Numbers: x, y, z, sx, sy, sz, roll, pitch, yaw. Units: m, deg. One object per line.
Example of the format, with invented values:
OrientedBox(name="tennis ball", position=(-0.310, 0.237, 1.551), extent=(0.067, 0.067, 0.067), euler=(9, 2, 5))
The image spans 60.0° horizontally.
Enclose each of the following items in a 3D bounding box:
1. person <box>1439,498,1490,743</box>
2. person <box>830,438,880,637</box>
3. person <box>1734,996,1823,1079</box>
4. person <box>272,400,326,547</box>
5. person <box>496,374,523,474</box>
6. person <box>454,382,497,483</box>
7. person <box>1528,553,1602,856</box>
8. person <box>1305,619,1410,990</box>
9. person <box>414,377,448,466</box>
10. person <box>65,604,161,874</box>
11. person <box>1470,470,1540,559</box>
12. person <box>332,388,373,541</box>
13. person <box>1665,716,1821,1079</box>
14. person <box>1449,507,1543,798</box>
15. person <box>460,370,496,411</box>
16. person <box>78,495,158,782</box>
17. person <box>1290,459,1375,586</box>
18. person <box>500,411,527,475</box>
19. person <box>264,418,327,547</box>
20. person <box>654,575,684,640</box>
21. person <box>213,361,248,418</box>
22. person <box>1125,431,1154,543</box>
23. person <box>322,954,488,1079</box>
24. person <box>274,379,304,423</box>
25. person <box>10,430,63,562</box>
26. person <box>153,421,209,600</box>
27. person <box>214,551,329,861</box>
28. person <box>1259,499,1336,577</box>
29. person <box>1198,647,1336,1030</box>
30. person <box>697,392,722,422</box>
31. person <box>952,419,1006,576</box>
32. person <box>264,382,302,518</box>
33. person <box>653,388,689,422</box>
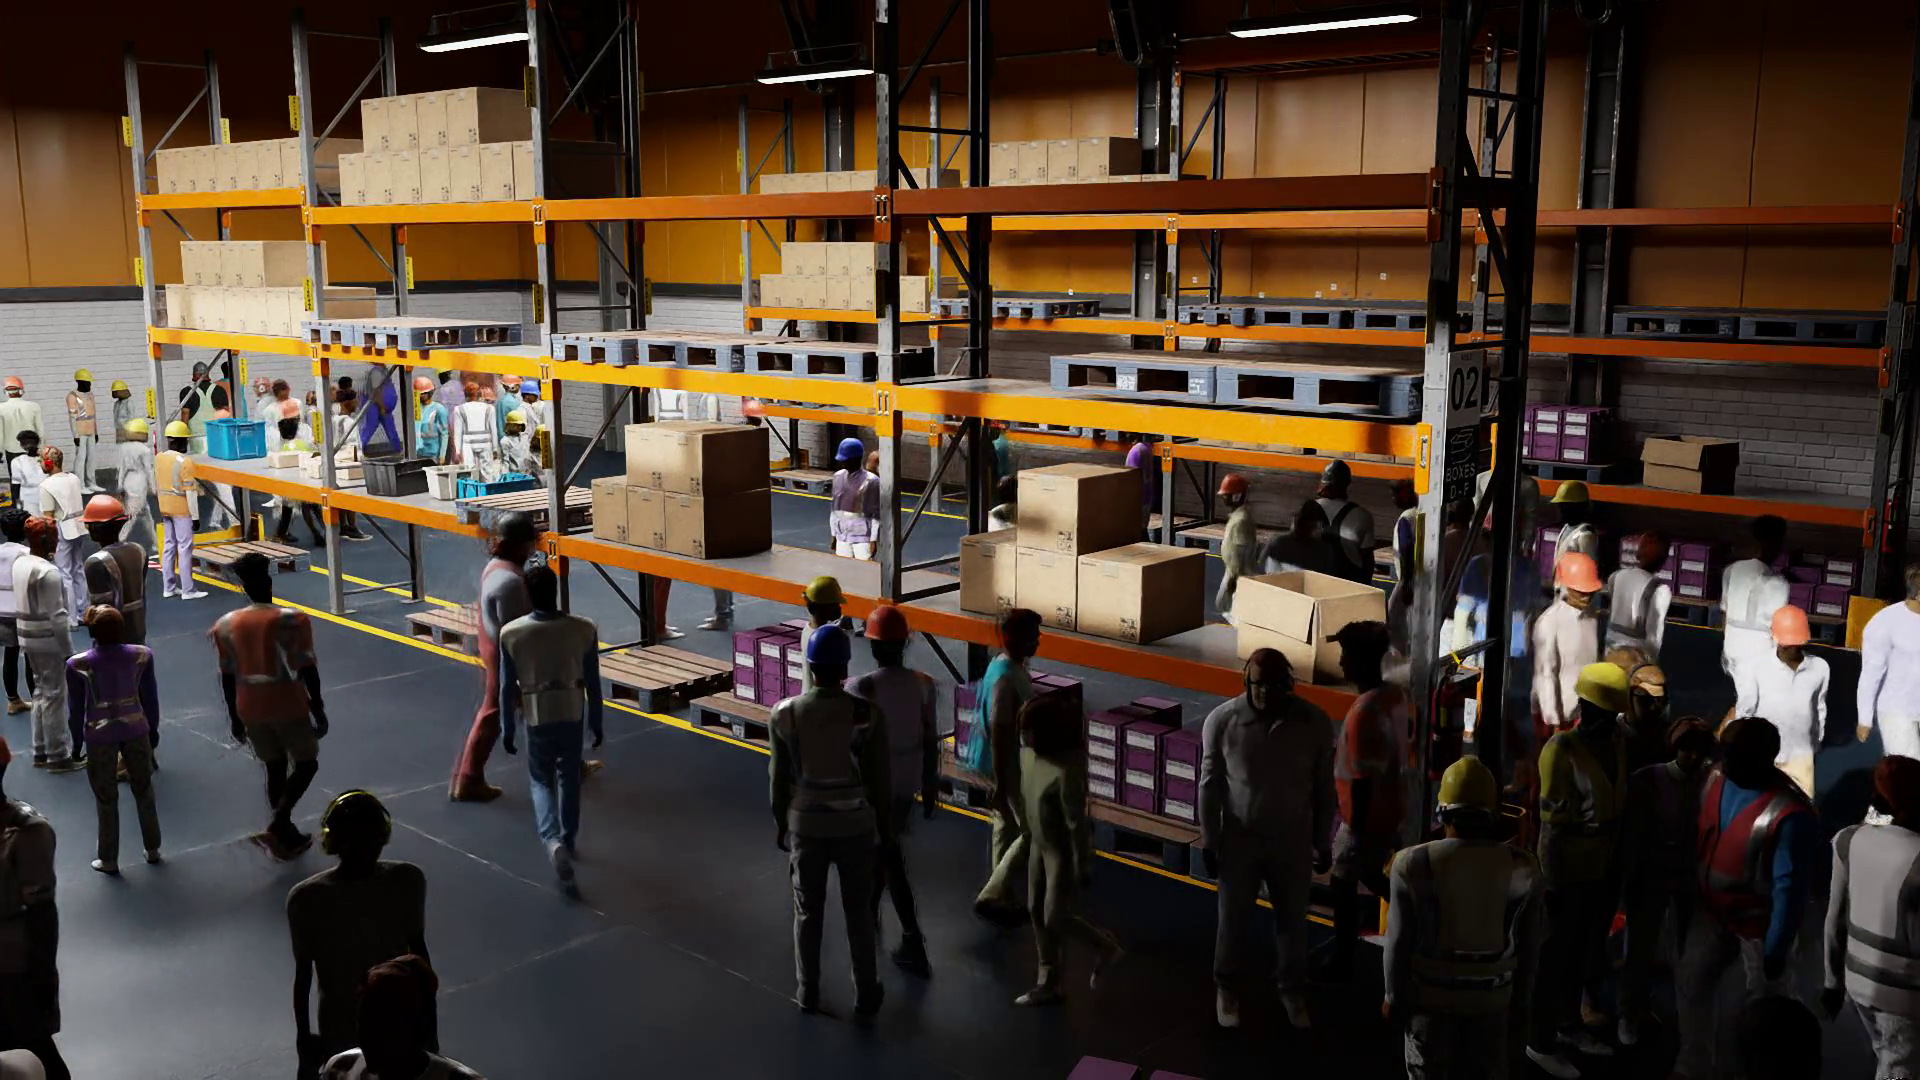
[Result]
OrientedBox(name="person", position=(3.743, 0.600, 12.586), extent=(0.635, 1.939, 0.362), euler=(-4, 11, -21))
OrientedBox(name="person", position=(-1.029, -0.034, 16.172), extent=(0.602, 1.938, 0.401), euler=(7, 12, 35))
OrientedBox(name="person", position=(2.091, 2.069, 4.466), extent=(0.606, 1.880, 0.955), euler=(-2, 10, -9))
OrientedBox(name="person", position=(-8.369, -0.847, 20.976), extent=(0.968, 1.870, 0.566), euler=(3, 11, 19))
OrientedBox(name="person", position=(-6.402, -1.407, 23.775), extent=(0.390, 1.995, 0.613), euler=(-8, 13, -38))
OrientedBox(name="person", position=(-6.790, -1.275, 23.347), extent=(0.585, 1.881, 0.337), euler=(-5, 11, -25))
OrientedBox(name="person", position=(3.715, 1.038, 10.024), extent=(0.626, 1.960, 0.618), euler=(-8, 13, -38))
OrientedBox(name="person", position=(2.117, 1.354, 8.331), extent=(0.705, 1.945, 0.603), euler=(6, 12, 32))
OrientedBox(name="person", position=(-7.155, -1.178, 22.371), extent=(0.605, 2.035, 0.384), euler=(6, 11, 29))
OrientedBox(name="person", position=(-5.104, 1.193, 10.063), extent=(0.521, 1.645, 0.306), euler=(-10, 14, -44))
OrientedBox(name="person", position=(5.162, 0.027, 15.837), extent=(0.629, 1.937, 0.379), euler=(6, 12, 32))
OrientedBox(name="person", position=(-7.871, -0.973, 21.402), extent=(0.374, 1.966, 0.608), euler=(-8, 13, -39))
OrientedBox(name="person", position=(3.348, 1.627, 7.153), extent=(0.725, 1.807, 0.641), euler=(-3, 10, -14))
OrientedBox(name="person", position=(3.840, 0.764, 11.574), extent=(0.634, 1.987, 0.967), euler=(-4, 11, -22))
OrientedBox(name="person", position=(-8.734, -2.513, 30.264), extent=(0.643, 1.913, 0.411), euler=(1, 10, 4))
OrientedBox(name="person", position=(-5.972, 0.694, 11.764), extent=(0.377, 2.044, 0.608), euler=(1, 10, 3))
OrientedBox(name="person", position=(3.090, 0.338, 13.779), extent=(0.684, 2.000, 0.538), euler=(4, 11, 21))
OrientedBox(name="person", position=(-5.520, -0.745, 20.744), extent=(0.312, 1.743, 0.493), euler=(4, 11, 19))
OrientedBox(name="person", position=(-8.306, -0.712, 20.837), extent=(0.922, 1.635, 0.536), euler=(3, 10, 15))
OrientedBox(name="person", position=(-2.888, 0.018, 15.975), extent=(0.408, 1.909, 0.591), euler=(-6, 12, -29))
OrientedBox(name="person", position=(-11.864, -1.948, 27.050), extent=(0.587, 1.920, 0.391), euler=(2, 10, 9))
OrientedBox(name="person", position=(1.958, -0.445, 18.507), extent=(0.373, 1.933, 0.549), euler=(4, 11, 23))
OrientedBox(name="person", position=(-1.513, 2.044, 4.577), extent=(0.574, 1.884, 0.356), euler=(3, 10, 17))
OrientedBox(name="person", position=(-9.980, -1.469, 24.618), extent=(0.569, 1.822, 0.441), euler=(-1, 10, -8))
OrientedBox(name="person", position=(-10.715, -0.463, 19.377), extent=(0.560, 1.672, 0.484), euler=(-4, 11, -22))
OrientedBox(name="person", position=(-8.371, -0.318, 17.852), extent=(0.584, 1.918, 0.409), euler=(5, 11, 27))
OrientedBox(name="person", position=(-4.200, 1.039, 10.110), extent=(0.648, 1.935, 0.592), euler=(1, 10, 5))
OrientedBox(name="person", position=(2.563, 0.658, 12.338), extent=(0.659, 1.915, 0.594), euler=(-4, 11, -23))
OrientedBox(name="person", position=(1.476, 1.435, 8.023), extent=(0.657, 1.895, 0.393), euler=(1, 10, 8))
OrientedBox(name="person", position=(-3.790, -1.592, 25.005), extent=(0.419, 1.933, 0.619), euler=(-4, 11, -21))
OrientedBox(name="person", position=(0.260, -0.450, 18.399), extent=(0.508, 1.975, 0.638), euler=(3, 10, 14))
OrientedBox(name="person", position=(-9.475, -1.257, 23.219), extent=(0.405, 1.902, 0.614), euler=(2, 10, 9))
OrientedBox(name="person", position=(-4.585, -1.817, 26.445), extent=(0.574, 1.876, 0.354), euler=(1, 10, 7))
